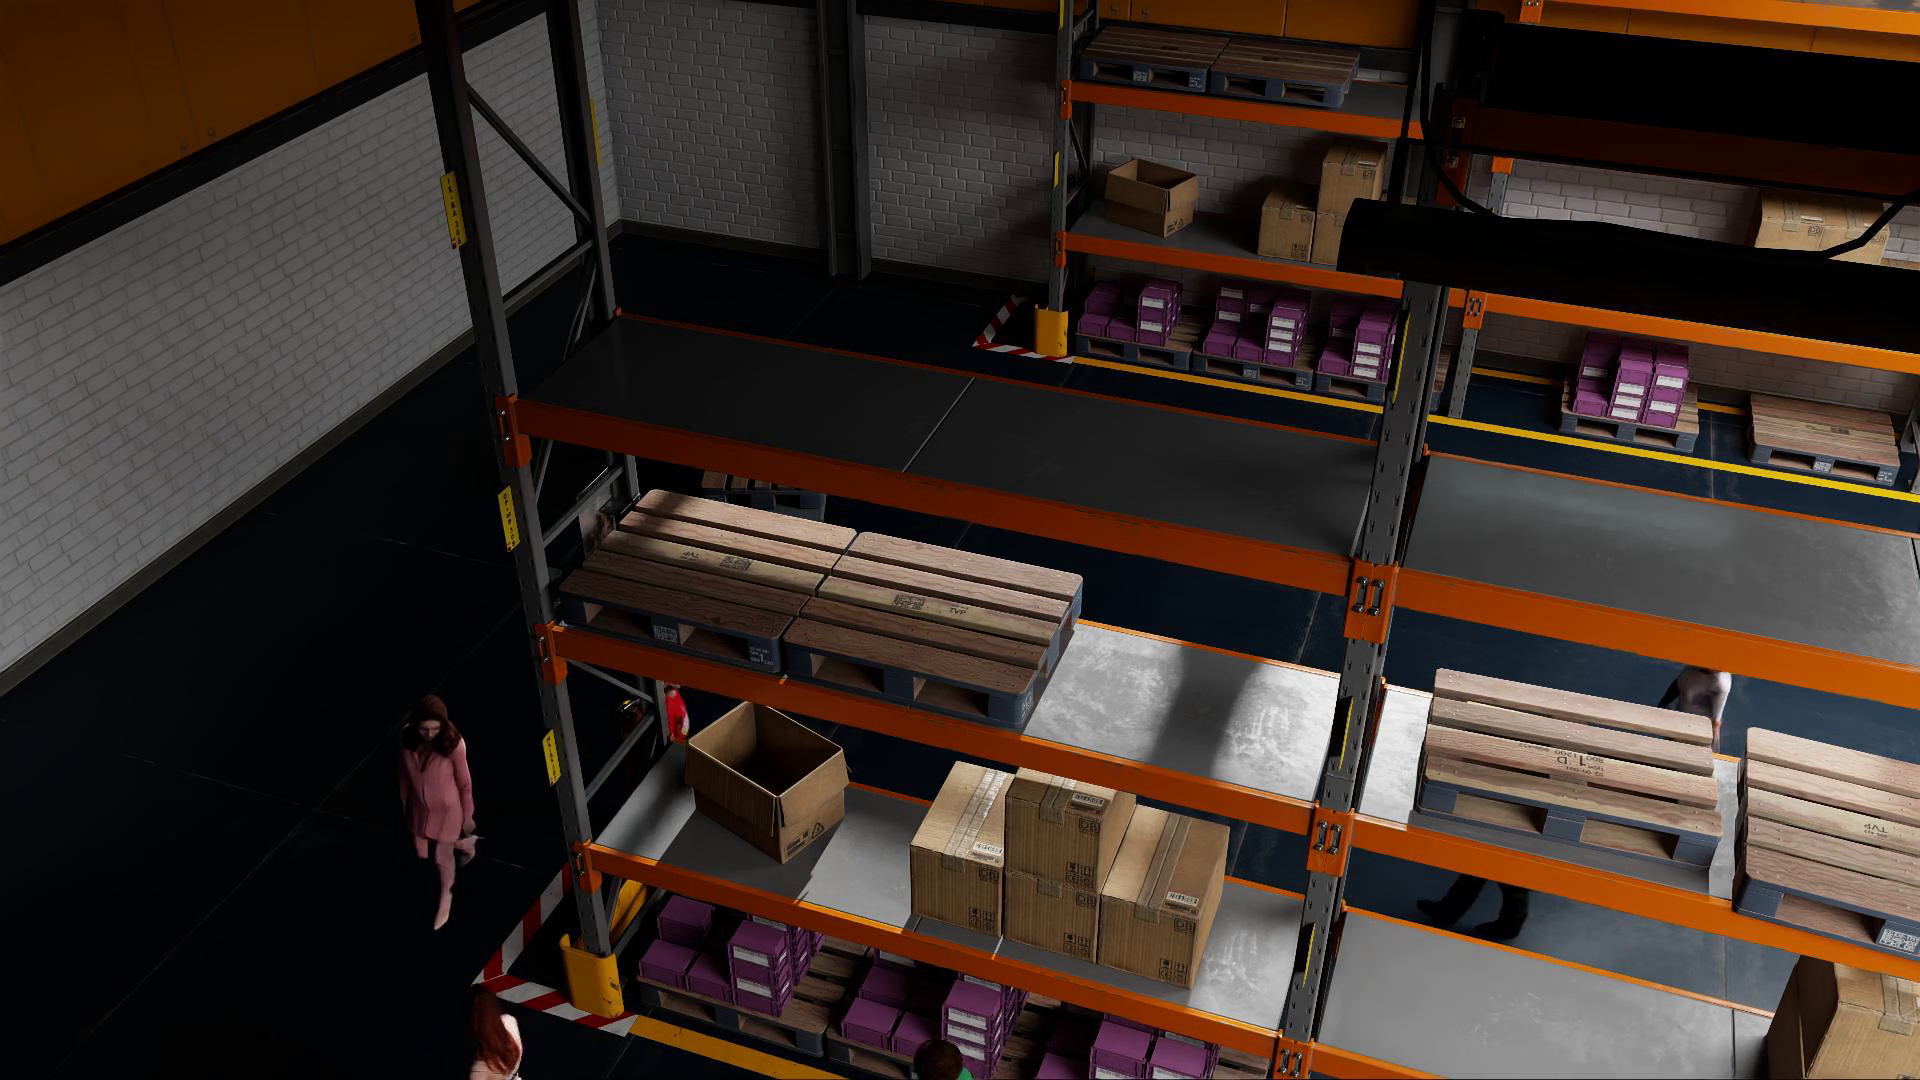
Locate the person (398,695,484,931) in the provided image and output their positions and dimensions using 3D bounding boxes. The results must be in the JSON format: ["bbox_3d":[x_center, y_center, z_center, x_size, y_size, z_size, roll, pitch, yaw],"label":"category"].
[{"bbox_3d":[-3.110,1.578,10.110,0.789,1.763,0.758,11,35,16],"label":"person"}]

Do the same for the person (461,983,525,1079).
[{"bbox_3d":[-2.142,2.900,8.161,0.656,1.720,0.587,5,34,8],"label":"person"}]

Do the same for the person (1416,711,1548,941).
[{"bbox_3d":[3.372,1.699,9.873,0.973,1.824,0.841,1,34,1],"label":"person"}]

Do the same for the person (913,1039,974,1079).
[{"bbox_3d":[0.046,3.023,8.050,0.618,1.639,0.583,9,35,14],"label":"person"}]
